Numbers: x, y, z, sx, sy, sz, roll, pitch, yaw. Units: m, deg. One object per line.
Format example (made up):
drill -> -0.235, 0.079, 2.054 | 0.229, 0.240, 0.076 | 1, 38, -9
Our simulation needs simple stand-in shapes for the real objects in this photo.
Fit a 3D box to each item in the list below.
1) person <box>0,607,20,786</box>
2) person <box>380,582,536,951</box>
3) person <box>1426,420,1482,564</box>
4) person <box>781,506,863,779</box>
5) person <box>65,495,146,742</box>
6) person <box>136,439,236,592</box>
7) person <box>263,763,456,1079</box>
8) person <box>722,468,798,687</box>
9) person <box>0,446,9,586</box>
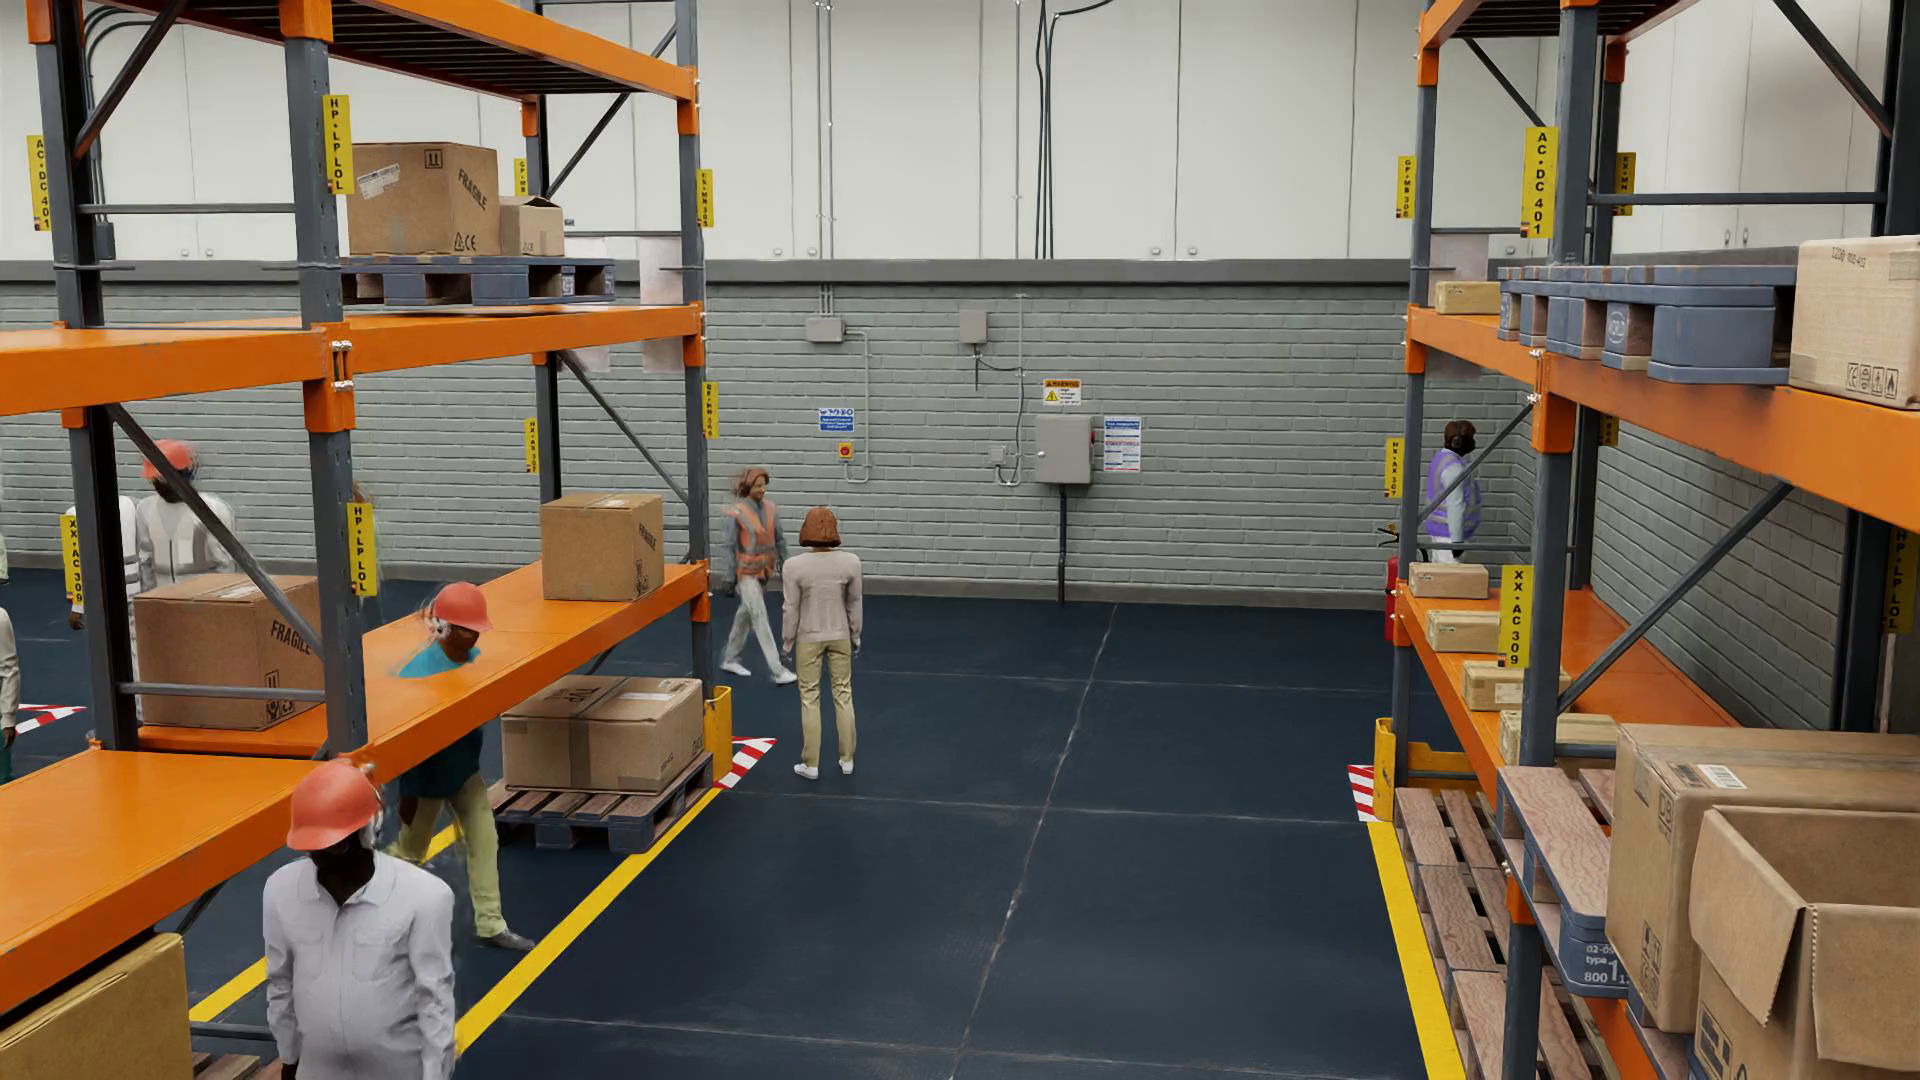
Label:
person -> -4.810, 0.857, 8.055 | 0.534, 1.767, 0.319 | 2, 9, 13
person -> -2.375, 1.004, 7.366 | 0.857, 1.703, 0.563 | 3, 10, 16
person -> 3.981, -0.053, 13.439 | 0.430, 1.843, 0.626 | 1, 9, 6
person -> -0.825, 0.613, 9.964 | 0.508, 1.632, 0.265 | -4, 10, -23
person -> -5.459, 0.370, 10.692 | 0.337, 1.883, 0.584 | 4, 10, 22
person -> -4.729, 0.379, 10.200 | 0.628, 2.023, 0.530 | 1, 9, 6
person -> -1.652, 1.449, 4.522 | 0.592, 1.723, 0.659 | 1, 9, 4
person -> -1.475, 0.266, 12.225 | 0.849, 1.593, 0.527 | 6, 11, 31
person -> -9.432, -0.409, 15.950 | 0.573, 1.739, 0.350 | 3, 10, 20
